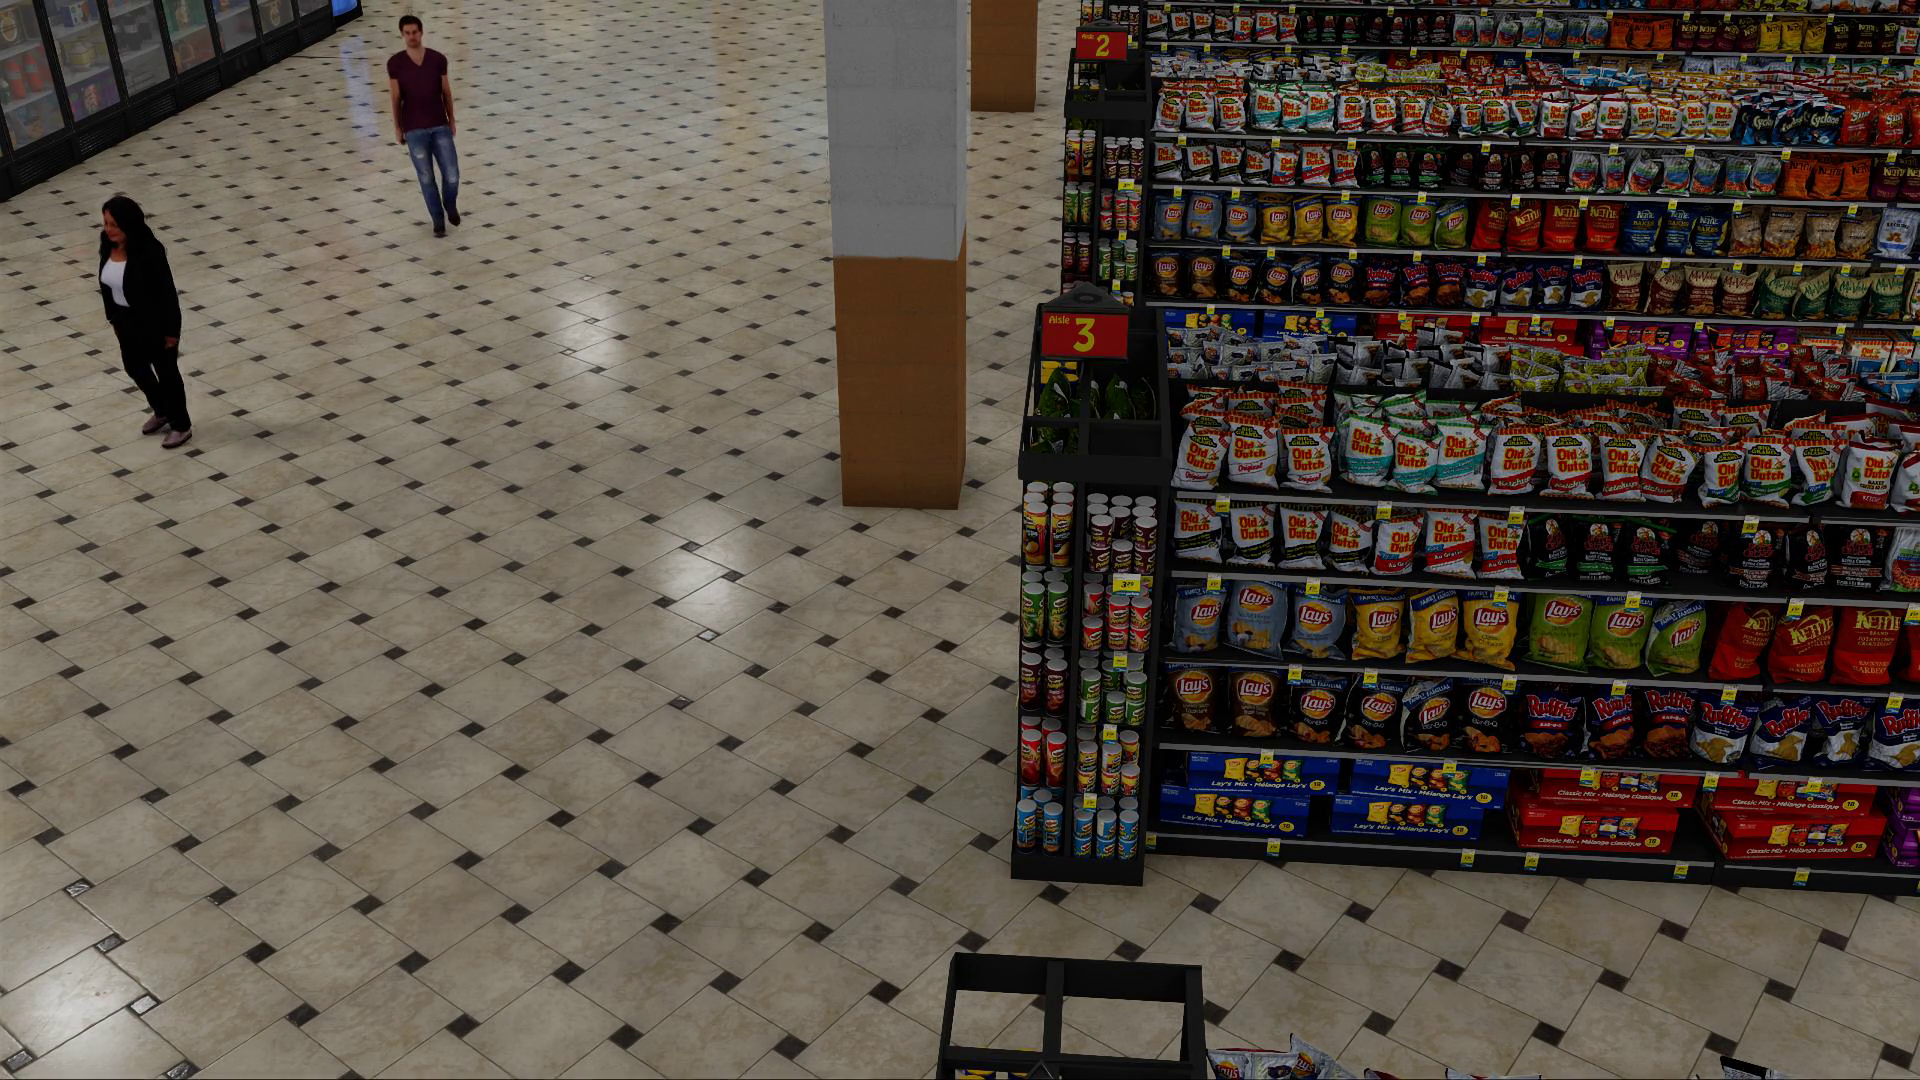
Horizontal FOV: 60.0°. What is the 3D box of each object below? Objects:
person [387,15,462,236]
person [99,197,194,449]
[{"bbox_3d":[-4.553,-3.544,14.176,0.750,1.840,0.839,-9,30,-16],"label":"person"},{"bbox_3d":[-5.095,-1.393,10.477,0.652,1.610,0.787,9,30,16],"label":"person"}]
